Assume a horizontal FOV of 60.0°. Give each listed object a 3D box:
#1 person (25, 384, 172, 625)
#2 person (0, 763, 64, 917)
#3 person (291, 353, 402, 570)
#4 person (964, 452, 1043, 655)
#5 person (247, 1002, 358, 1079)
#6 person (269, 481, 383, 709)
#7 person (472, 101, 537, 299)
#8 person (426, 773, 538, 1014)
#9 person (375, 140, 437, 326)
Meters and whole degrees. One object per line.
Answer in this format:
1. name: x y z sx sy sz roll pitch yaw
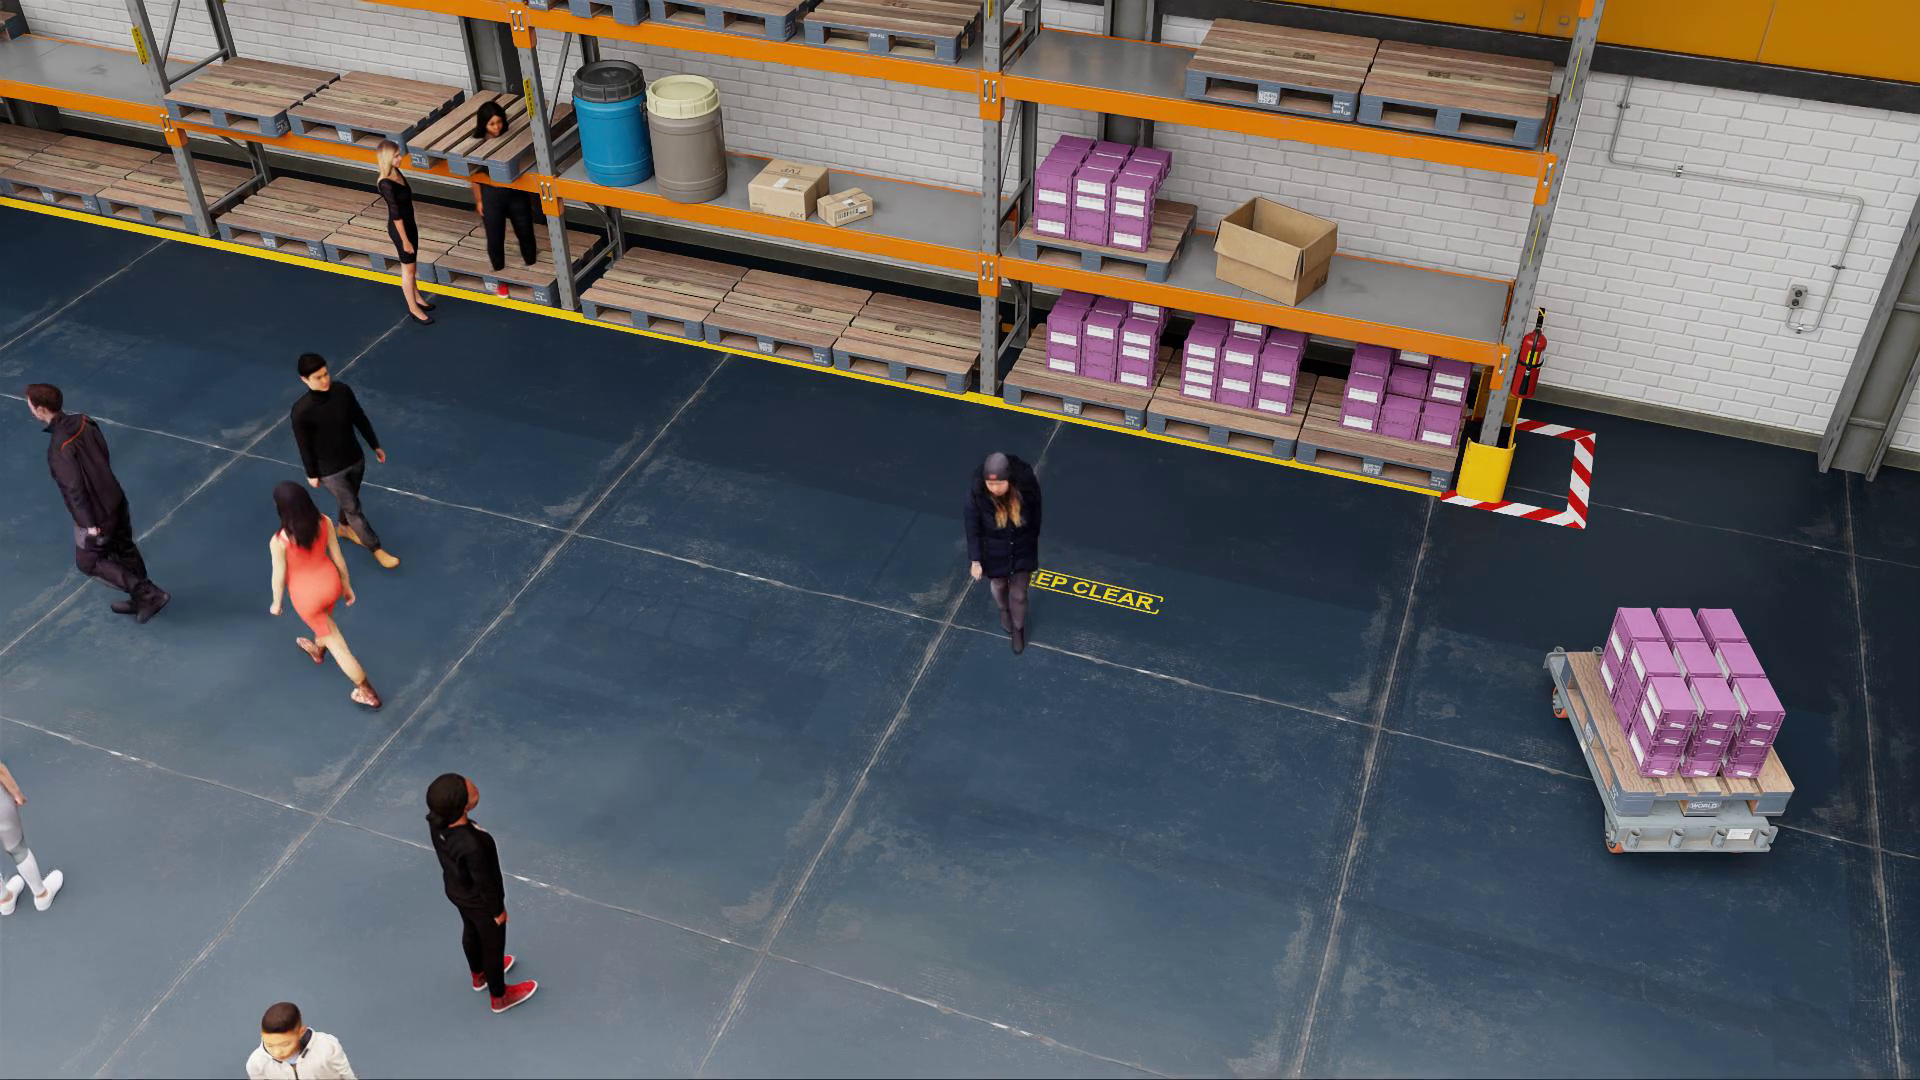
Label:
1. person: -5.690 -0.223 11.147 0.878 1.889 0.819 -2 39 -2
2. person: -5.438 1.441 9.212 0.598 1.704 0.701 -3 39 -4
3. person: -4.450 -0.609 11.787 1.075 1.695 0.808 21 43 24
4. person: 0.321 -0.003 11.073 0.813 1.638 0.885 -9 39 -11
5. person: -3.065 2.659 7.889 0.632 1.452 0.711 -13 40 -15
6. person: -4.017 0.401 10.543 1.162 1.668 0.784 22 44 26
7. person: -4.041 -3.041 14.737 0.771 1.813 0.837 -15 41 -18
8. person: -2.551 1.851 8.722 0.719 1.674 0.591 -32 48 -33
9. person: -4.813 -2.666 14.376 0.615 1.678 0.613 -6 39 -8
